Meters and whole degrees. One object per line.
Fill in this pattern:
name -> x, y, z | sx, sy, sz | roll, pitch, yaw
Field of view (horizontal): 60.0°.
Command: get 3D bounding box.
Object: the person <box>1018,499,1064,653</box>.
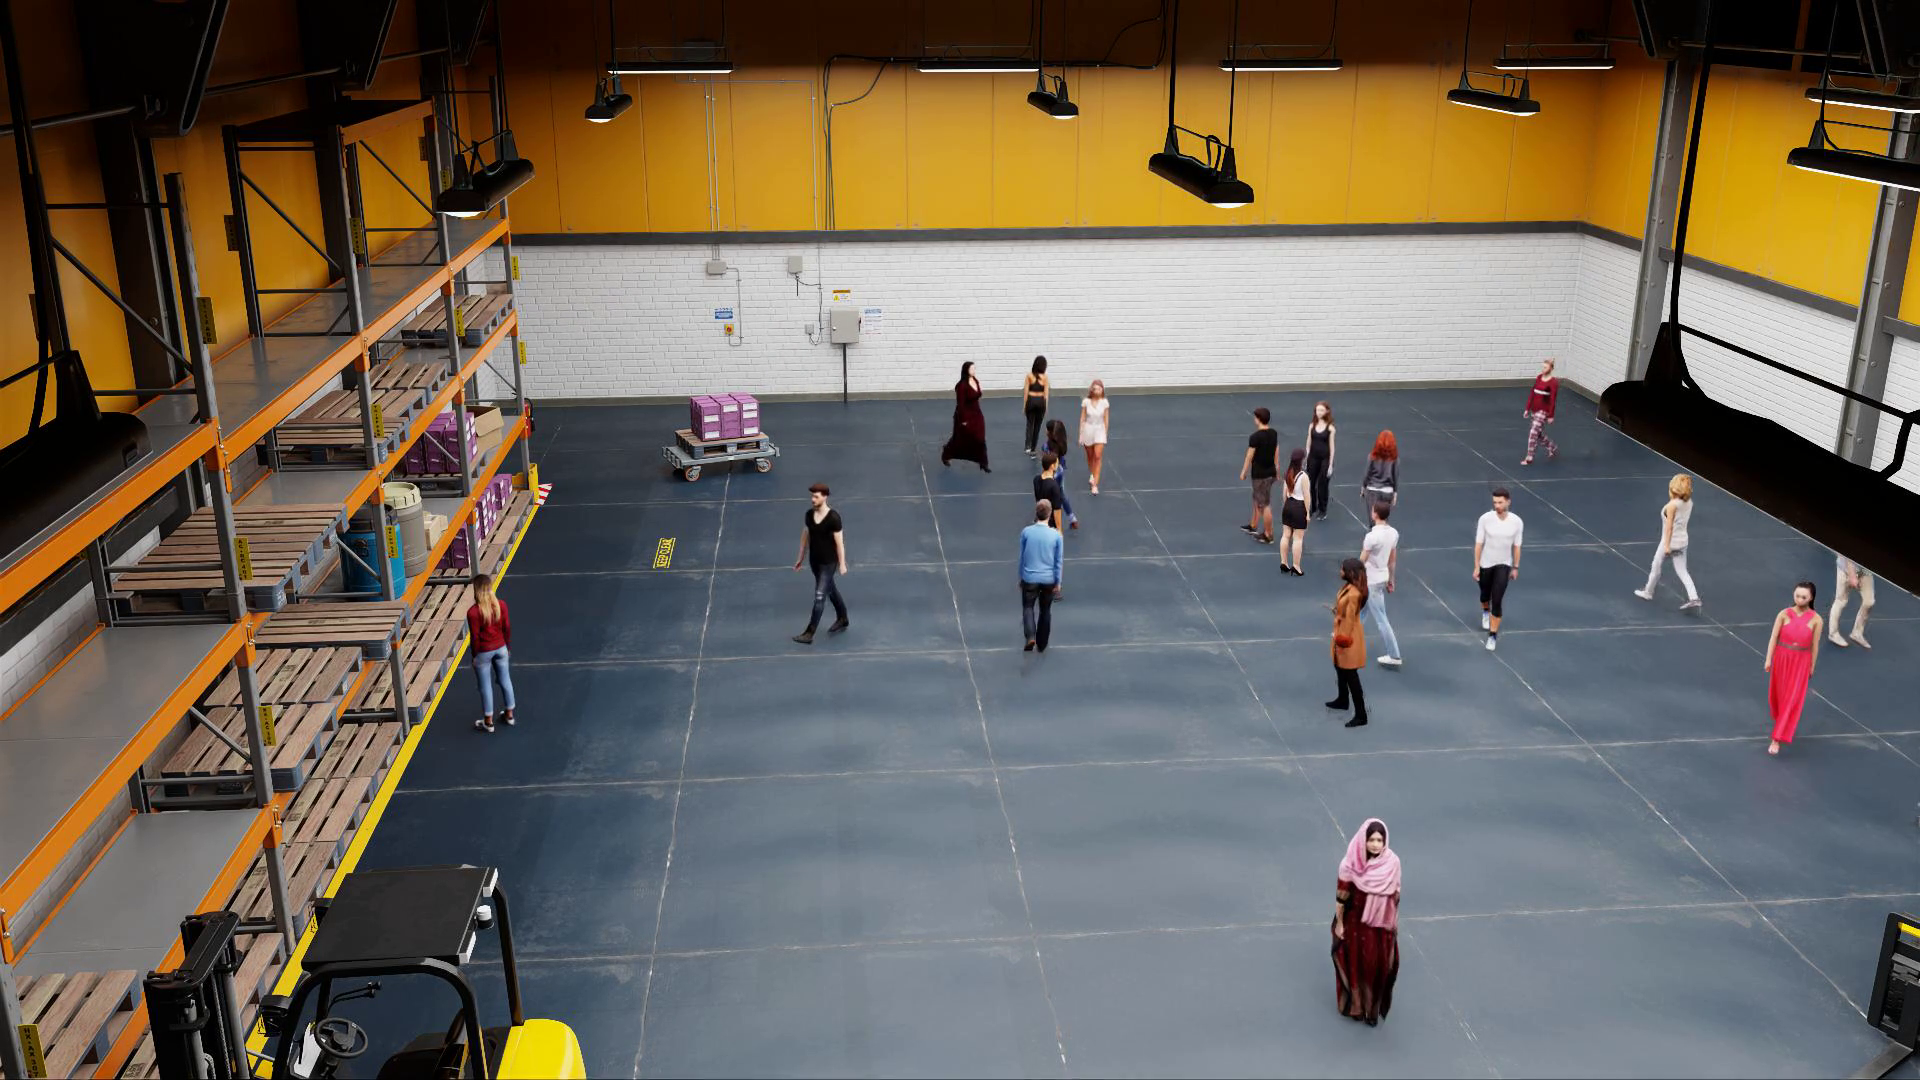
person -> 0.872, 0.446, 18.499 | 0.776, 1.797, 0.946 | 3, 19, 8

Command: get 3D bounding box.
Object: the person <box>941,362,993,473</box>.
person -> 0.032, -1.871, 25.505 | 1.161, 1.716, 1.132 | 13, 23, 34

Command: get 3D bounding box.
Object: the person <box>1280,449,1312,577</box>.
person -> 4.254, -0.355, 21.109 | 0.696, 1.650, 0.608 | -15, 24, -37

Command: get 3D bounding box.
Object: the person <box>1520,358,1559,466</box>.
person -> 9.122, -2.005, 25.967 | 0.838, 1.675, 0.984 | -7, 20, -19

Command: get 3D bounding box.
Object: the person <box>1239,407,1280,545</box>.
person -> 4.128, -0.841, 22.250 | 1.023, 1.842, 0.947 | 17, 25, 41

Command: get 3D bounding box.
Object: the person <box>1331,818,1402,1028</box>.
person -> 2.919, 2.714, 12.034 | 0.667, 1.625, 0.693 | 1, 19, 3

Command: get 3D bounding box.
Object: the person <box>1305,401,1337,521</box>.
person -> 5.103, -1.127, 23.276 | 0.767, 1.729, 0.817 | 11, 21, 29

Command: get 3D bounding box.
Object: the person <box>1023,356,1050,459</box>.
person -> 1.204, -2.078, 26.280 | 0.626, 1.613, 0.689 | 2, 19, 7

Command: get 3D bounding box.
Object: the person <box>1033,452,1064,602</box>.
person -> 1.046, -0.172, 20.242 | 0.777, 1.854, 0.660 | -13, 23, -34

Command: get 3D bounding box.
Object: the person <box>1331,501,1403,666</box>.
person -> 4.638, 0.515, 18.288 | 1.161, 1.800, 1.276 | -18, 25, -42

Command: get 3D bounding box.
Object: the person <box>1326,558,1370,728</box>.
person -> 3.960, 1.003, 16.969 | 0.912, 1.717, 0.700 | 3, 19, 9

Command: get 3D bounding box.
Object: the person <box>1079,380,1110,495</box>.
person -> 1.986, -1.557, 24.675 | 0.793, 1.652, 1.195 | 3, 19, 10

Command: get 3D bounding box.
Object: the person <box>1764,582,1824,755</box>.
person -> 8.191, 1.221, 16.370 | 1.044, 1.686, 1.153 | 13, 23, 34

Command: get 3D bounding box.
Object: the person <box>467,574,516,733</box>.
person -> -4.735, 1.120, 16.754 | 0.710, 1.633, 0.657 | 16, 24, 40

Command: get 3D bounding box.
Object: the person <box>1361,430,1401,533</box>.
person -> 5.405, -0.505, 21.441 | 0.823, 1.721, 1.204 | 4, 19, 10

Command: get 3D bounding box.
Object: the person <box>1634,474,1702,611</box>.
person -> 8.636, 0.058, 19.913 | 0.920, 1.630, 1.180 | -11, 22, -29

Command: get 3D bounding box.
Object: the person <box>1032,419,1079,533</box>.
person -> 1.332, -0.848, 22.672 | 1.110, 1.585, 1.013 | 17, 25, 42

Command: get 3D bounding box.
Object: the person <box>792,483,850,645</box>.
person -> -1.494, 0.241, 19.028 | 1.190, 1.847, 1.239 | 16, 24, 39

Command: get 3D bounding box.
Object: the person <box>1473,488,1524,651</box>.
person -> 6.104, 0.271, 18.991 | 1.011, 1.814, 1.338 | 6, 20, 18
